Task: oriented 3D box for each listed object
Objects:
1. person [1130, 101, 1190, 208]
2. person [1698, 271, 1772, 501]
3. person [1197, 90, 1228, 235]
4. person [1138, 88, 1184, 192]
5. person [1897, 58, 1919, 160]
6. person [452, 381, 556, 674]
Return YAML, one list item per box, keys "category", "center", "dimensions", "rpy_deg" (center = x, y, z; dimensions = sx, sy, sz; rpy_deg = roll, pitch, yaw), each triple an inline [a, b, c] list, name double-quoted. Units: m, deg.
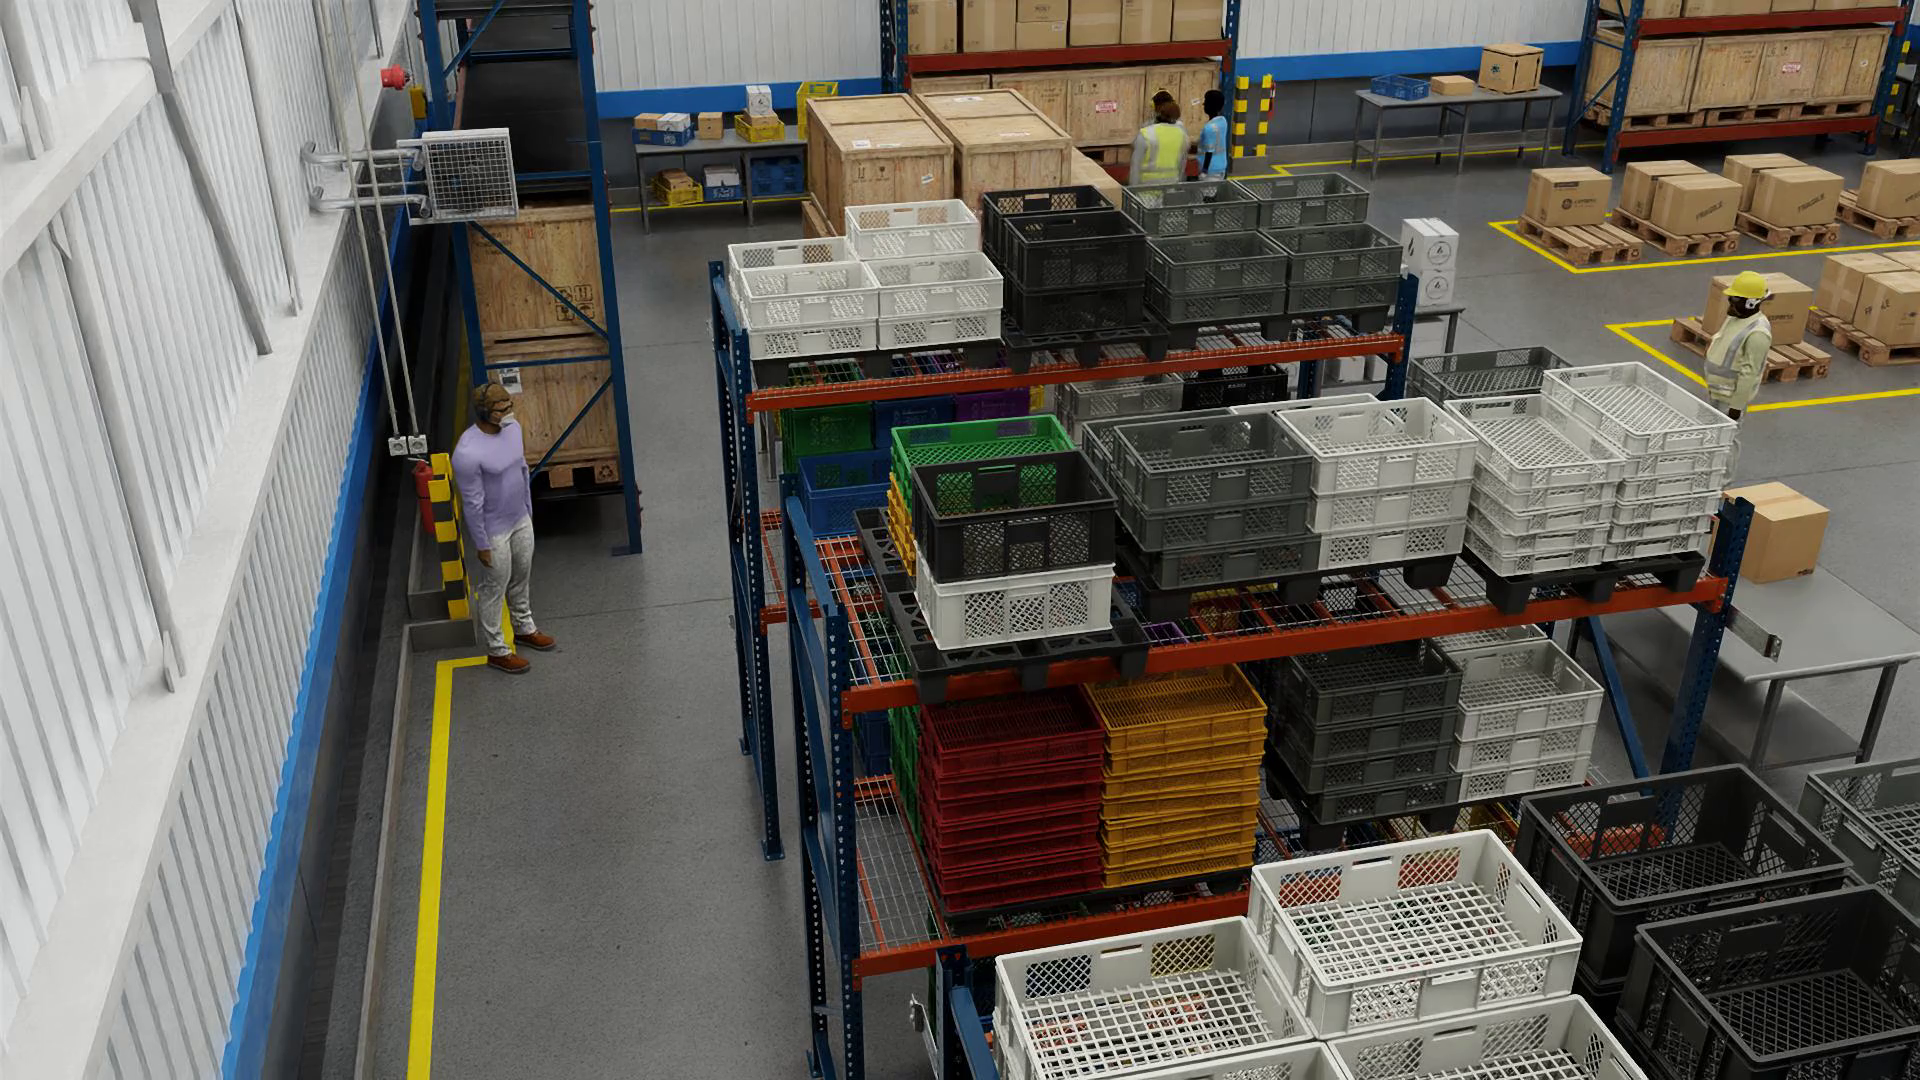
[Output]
- category: "person"
  center: [2.033, -3.642, 17.301]
  dimensions: [0.711, 1.805, 0.432]
  rpy_deg: [-13, 31, -24]
- category: "person"
  center: [5.790, -1.139, 12.528]
  dimensions: [0.403, 1.826, 0.596]
  rpy_deg: [3, 28, 5]
- category: "person"
  center: [2.749, -4.066, 18.211]
  dimensions: [0.322, 1.696, 0.536]
  rpy_deg: [12, 30, 22]
- category: "person"
  center: [2.085, -3.808, 17.539]
  dimensions: [0.513, 1.871, 0.329]
  rpy_deg: [-4, 28, -7]
- category: "person"
  center: [11.801, -5.234, 20.198]
  dimensions: [0.591, 1.915, 0.393]
  rpy_deg: [6, 28, 11]
- category: "person"
  center: [-2.871, -0.095, 10.437]
  dimensions: [0.363, 1.932, 0.629]
  rpy_deg: [10, 29, 18]
